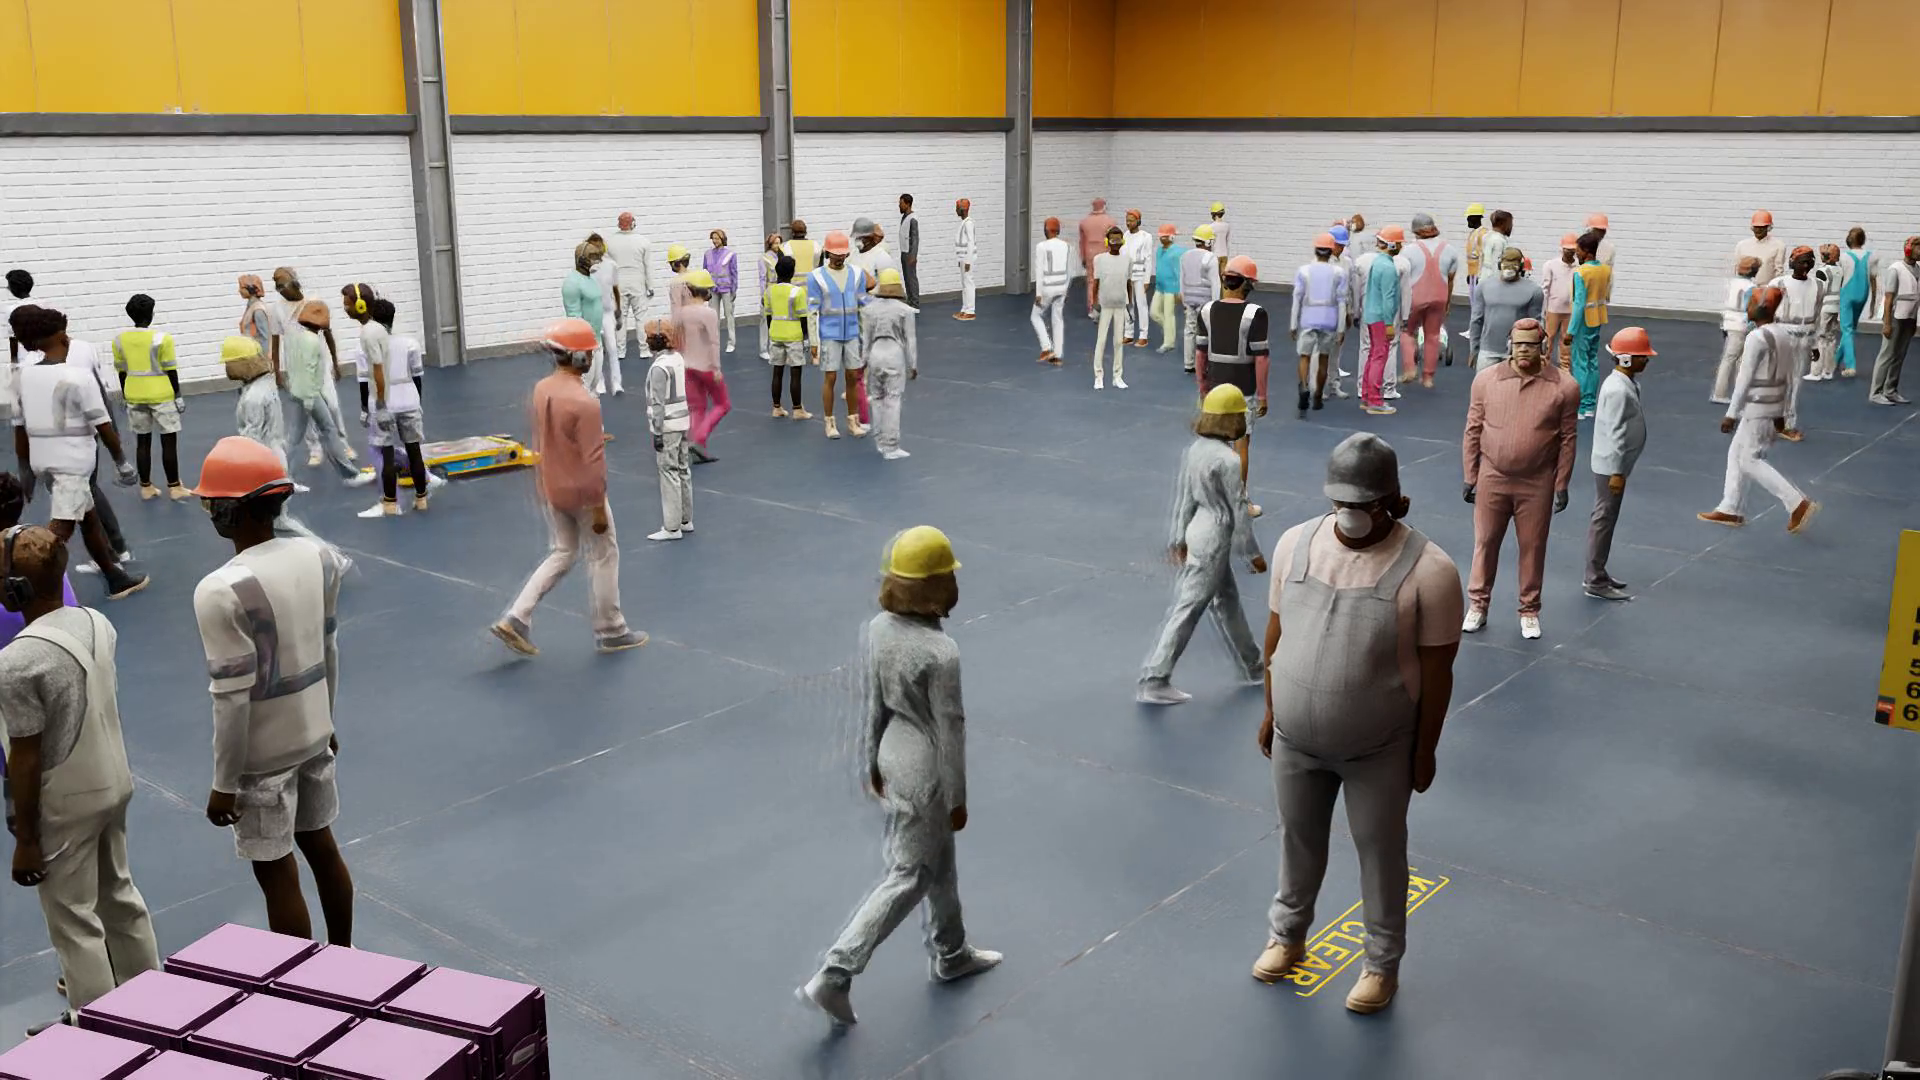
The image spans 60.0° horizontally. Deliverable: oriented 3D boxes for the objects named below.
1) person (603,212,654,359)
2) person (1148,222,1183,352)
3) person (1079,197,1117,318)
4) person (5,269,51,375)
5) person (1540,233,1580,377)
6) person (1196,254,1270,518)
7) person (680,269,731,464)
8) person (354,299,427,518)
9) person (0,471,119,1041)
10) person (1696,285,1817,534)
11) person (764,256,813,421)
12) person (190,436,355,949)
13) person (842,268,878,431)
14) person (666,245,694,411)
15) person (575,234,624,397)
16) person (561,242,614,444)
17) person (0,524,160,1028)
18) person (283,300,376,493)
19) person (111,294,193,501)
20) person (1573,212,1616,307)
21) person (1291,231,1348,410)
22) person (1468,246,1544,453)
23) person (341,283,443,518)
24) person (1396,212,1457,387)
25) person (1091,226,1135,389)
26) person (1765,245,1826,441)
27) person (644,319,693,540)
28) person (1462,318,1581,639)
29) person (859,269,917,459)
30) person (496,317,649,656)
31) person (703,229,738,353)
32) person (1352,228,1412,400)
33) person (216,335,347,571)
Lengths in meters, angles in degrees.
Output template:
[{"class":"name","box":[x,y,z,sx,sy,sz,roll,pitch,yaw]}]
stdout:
[{"class":"person","box":[-4.301,-3.307,21.661,0.651,1.907,0.409,-1,14,-3]},{"class":"person","box":[2.755,-3.380,22.284,0.368,1.735,0.591,-7,16,-26]},{"class":"person","box":[2.239,-4.491,26.434,0.677,1.879,0.683,7,16,26]},{"class":"person","box":[-8.754,-1.708,15.712,0.319,1.692,0.534,3,14,12]},{"class":"person","box":[7.227,-2.789,19.900,0.564,1.751,0.342,0,14,0]},{"class":"person","box":[2.128,-1.184,12.907,0.613,2.038,0.398,11,18,38]},{"class":"person","box":[-2.292,-1.544,14.911,0.366,1.751,0.556,-13,19,-43]},{"class":"person","box":[-4.419,-1.022,12.949,0.536,1.699,0.322,-12,18,-39]},{"class":"person","box":[-3.057,0.713,5.525,0.406,1.953,0.616,-3,14,-13]},{"class":"person","box":[6.027,-0.961,12.406,0.804,1.859,0.575,12,18,39]},{"class":"person","box":[-1.773,-2.078,17.169,0.540,1.700,0.316,8,16,30]},{"class":"person","box":[-2.281,0.667,5.506,0.374,2.043,0.613,3,14,13]},{"class":"person","box":[-0.929,-1.883,16.553,0.542,1.623,0.342,-9,17,-32]},{"class":"person","box":[-2.956,-2.261,17.779,0.325,1.762,0.524,5,15,21]},{"class":"person","box":[-4.008,-2.496,18.591,0.497,1.817,0.987,-5,15,-18]},{"class":"person","box":[-3.535,-1.848,15.774,0.371,1.935,0.627,2,14,7]},{"class":"person","box":[-2.781,0.846,5.219,0.341,1.839,0.501,1,14,2]},{"class":"person","box":[-5.319,-1.191,13.829,0.859,1.584,0.508,-8,16,-30]},{"class":"person","box":[-6.544,-1.143,13.459,0.533,1.689,0.334,2,14,7]},{"class":"person","box":[7.779,-3.096,20.716,0.630,1.969,0.817,-3,14,-12]},{"class":"person","box":[3.799,-2.301,17.623,0.562,1.916,0.683,4,15,15]},{"class":"person","box":[4.973,-1.713,15.233,0.627,1.936,0.370,6,15,23]},{"class":"person","box":[-4.442,-1.085,12.922,0.569,1.838,0.562,-4,15,-16]},{"class":"person","box":[5.402,-2.801,19.367,0.723,2.000,0.534,-1,14,-4]},{"class":"person","box":[1.772,-2.675,19.216,0.519,1.868,0.328,-3,14,-11]},{"class":"person","box":[8.010,-1.888,16.036,0.583,1.882,0.338,-1,14,-4]},{"class":"person","box":[-2.144,-0.810,12.245,0.313,1.634,0.514,2,14,8]},{"class":"person","box":[3.308,-0.362,9.894,0.642,1.908,0.407,6,15,21]},{"class":"person","box":[-0.667,-1.632,15.370,0.566,1.703,0.674,4,15,15]},{"class":"person","box":[-2.222,-0.278,9.441,0.785,1.967,0.621,-13,19,-43]},{"class":"person","box":[-3.216,-3.342,22.340,0.514,1.642,0.310,5,15,19]},{"class":"person","box":[4.685,-2.510,18.480,0.651,1.905,0.409,7,16,26]},{"class":"person","box":[-4.414,-0.478,10.749,0.704,1.706,0.488,-7,16,-26]}]
